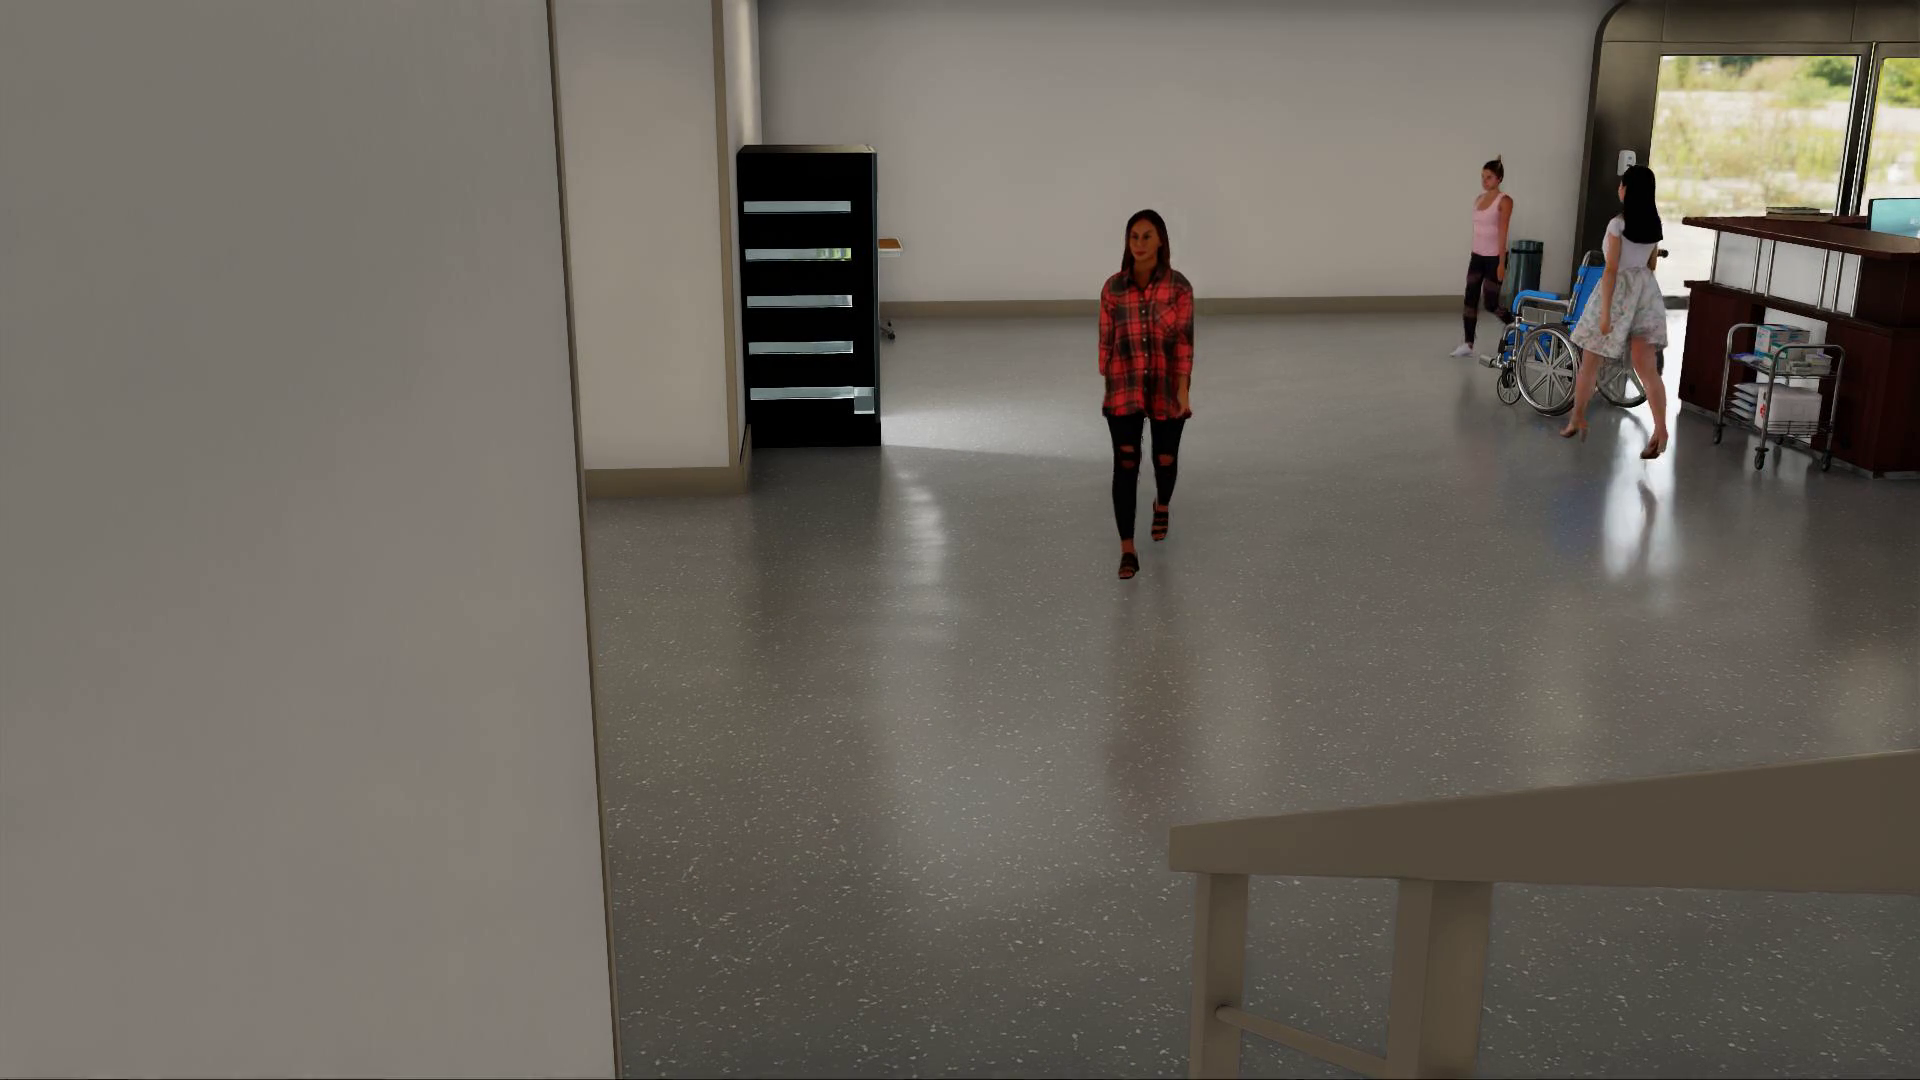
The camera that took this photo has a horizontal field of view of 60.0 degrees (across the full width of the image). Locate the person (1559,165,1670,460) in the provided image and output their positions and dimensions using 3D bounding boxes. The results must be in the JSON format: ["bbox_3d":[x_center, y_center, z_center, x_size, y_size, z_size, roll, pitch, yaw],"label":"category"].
[{"bbox_3d":[4.046,-1.304,9.945,0.782,1.722,1.262,-5,17,-18],"label":"person"}]

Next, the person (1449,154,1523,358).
[{"bbox_3d":[4.385,-2.303,13.612,0.857,1.654,0.909,-7,17,-23],"label":"person"}]

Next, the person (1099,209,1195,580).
[{"bbox_3d":[0.903,-0.692,7.861,0.782,1.674,1.124,2,16,9],"label":"person"}]
